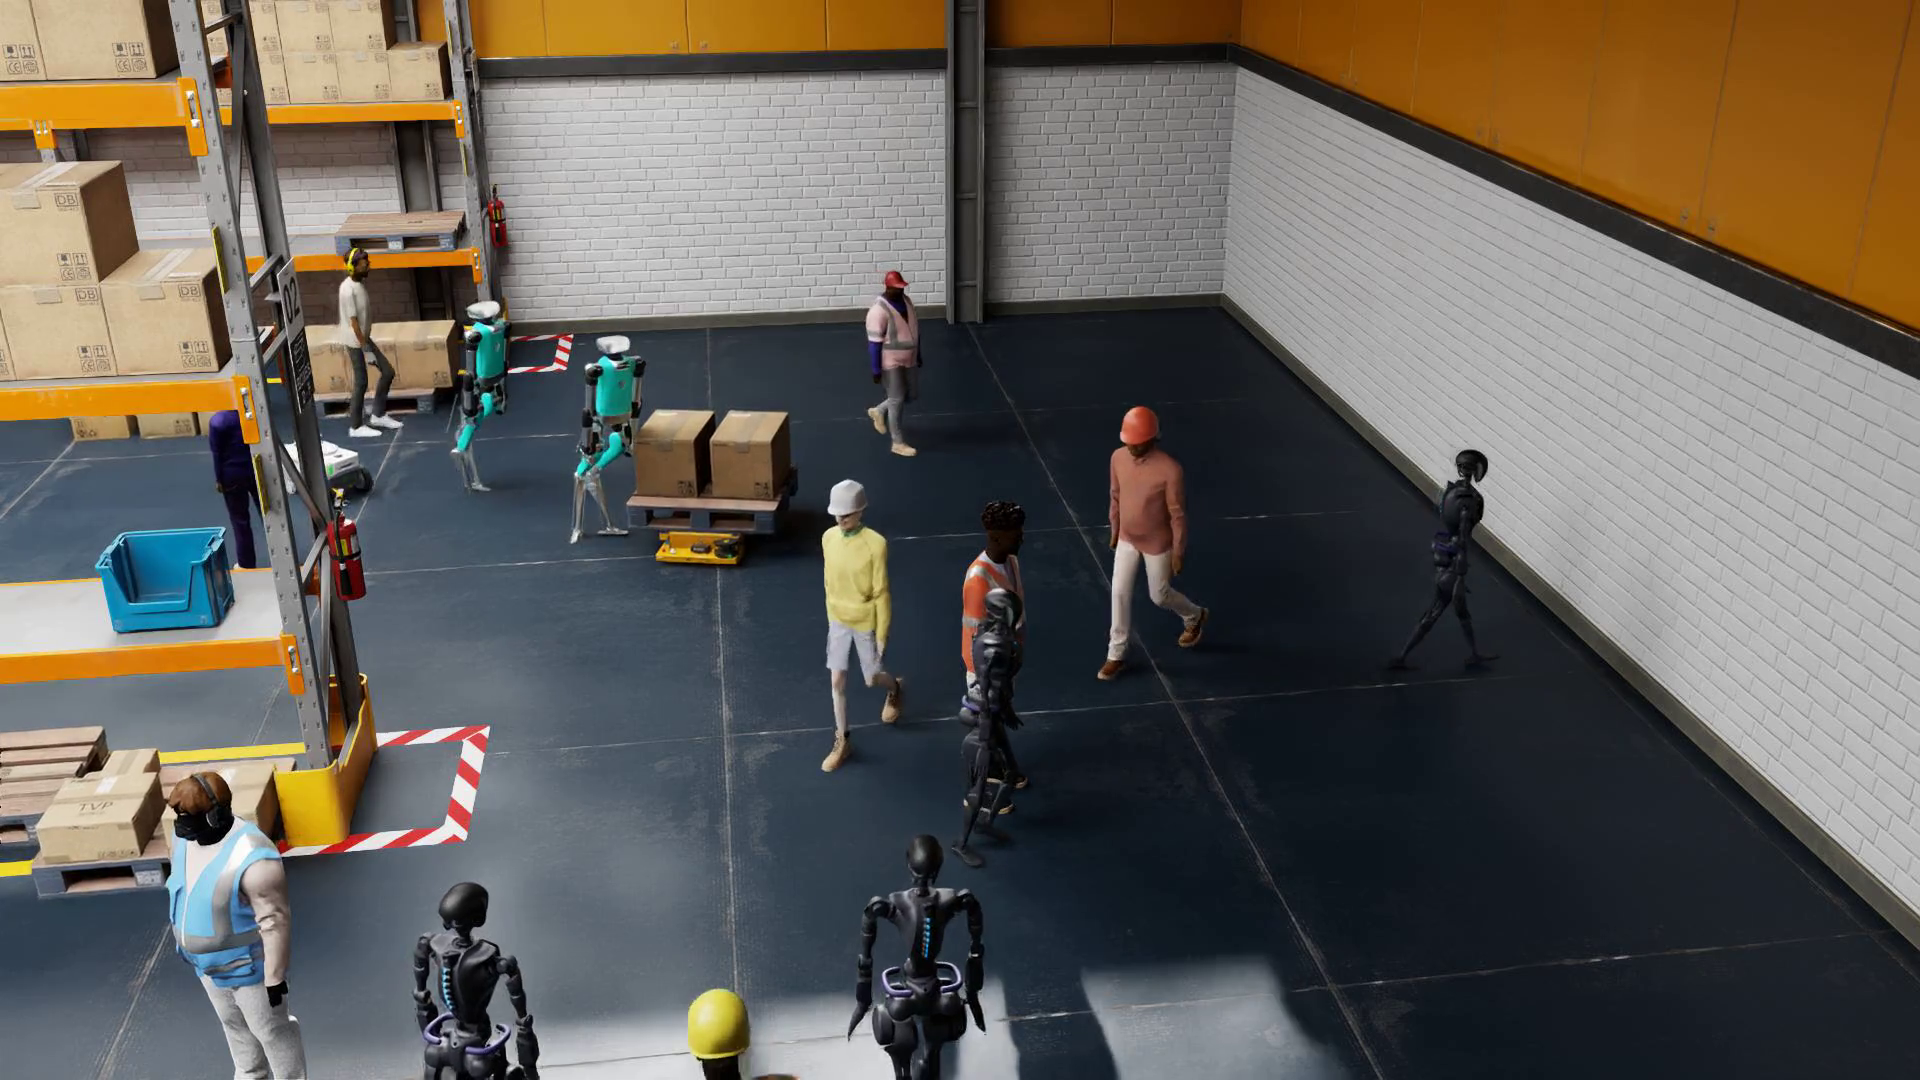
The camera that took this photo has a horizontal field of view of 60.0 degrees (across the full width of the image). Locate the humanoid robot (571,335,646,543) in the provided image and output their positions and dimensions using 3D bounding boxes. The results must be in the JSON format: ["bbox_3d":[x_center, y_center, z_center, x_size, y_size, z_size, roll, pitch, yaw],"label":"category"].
[{"bbox_3d":[-2.943,-0.837,13.474,0.634,1.774,0.808,-21,31,-39],"label":"humanoid robot"}]

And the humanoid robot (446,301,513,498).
[{"bbox_3d":[-4.222,-1.162,14.345,0.811,1.871,0.538,10,26,22],"label":"humanoid robot"}]

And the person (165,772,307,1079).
[{"bbox_3d":[-3.174,1.827,7.278,0.632,1.842,0.429,14,27,29],"label":"person"}]

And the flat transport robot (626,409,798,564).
[{"bbox_3d":[-2.014,-0.166,13.775,0.659,0.231,1.431,2,24,5],"label":"flat transport robot"}]

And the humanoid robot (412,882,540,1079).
[{"bbox_3d":[-2.022,2.148,6.809,0.589,1.635,0.748,8,25,17],"label":"humanoid robot"}]

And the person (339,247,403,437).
[{"bbox_3d":[-5.597,-1.857,15.679,0.610,1.836,0.552,-1,24,-3],"label":"person"}]

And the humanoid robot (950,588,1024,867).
[{"bbox_3d":[0.151,1.017,9.324,0.384,1.636,0.588,6,24,13],"label":"humanoid robot"}]

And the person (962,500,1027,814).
[{"bbox_3d":[0.204,0.670,9.774,0.368,1.958,0.604,8,25,18],"label":"person"}]

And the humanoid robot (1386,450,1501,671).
[{"bbox_3d":[3.367,0.154,11.354,0.798,1.625,0.616,4,24,9],"label":"humanoid robot"}]

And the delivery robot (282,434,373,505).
[{"bbox_3d":[-5.549,-0.632,14.470,0.773,0.586,0.499,14,27,29],"label":"delivery robot"}]

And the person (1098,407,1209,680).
[{"bbox_3d":[1.330,-0.032,11.390,0.665,1.955,0.894,21,31,39],"label":"person"}]

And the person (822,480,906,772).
[{"bbox_3d":[-0.608,0.471,10.347,0.483,1.866,0.790,12,26,25],"label":"person"}]

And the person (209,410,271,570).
[{"bbox_3d":[-5.533,-0.504,12.866,0.320,1.615,0.457,17,29,34],"label":"person"}]

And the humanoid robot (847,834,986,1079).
[{"bbox_3d":[-0.174,2.013,7.145,0.609,1.644,0.780,-5,24,-12],"label":"humanoid robot"}]

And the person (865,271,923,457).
[{"bbox_3d":[-0.623,-1.656,15.345,0.593,1.732,0.622,16,29,33],"label":"person"}]

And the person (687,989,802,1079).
[{"bbox_3d":[-0.775,2.428,5.844,0.595,1.900,0.835,-8,25,-18],"label":"person"}]
